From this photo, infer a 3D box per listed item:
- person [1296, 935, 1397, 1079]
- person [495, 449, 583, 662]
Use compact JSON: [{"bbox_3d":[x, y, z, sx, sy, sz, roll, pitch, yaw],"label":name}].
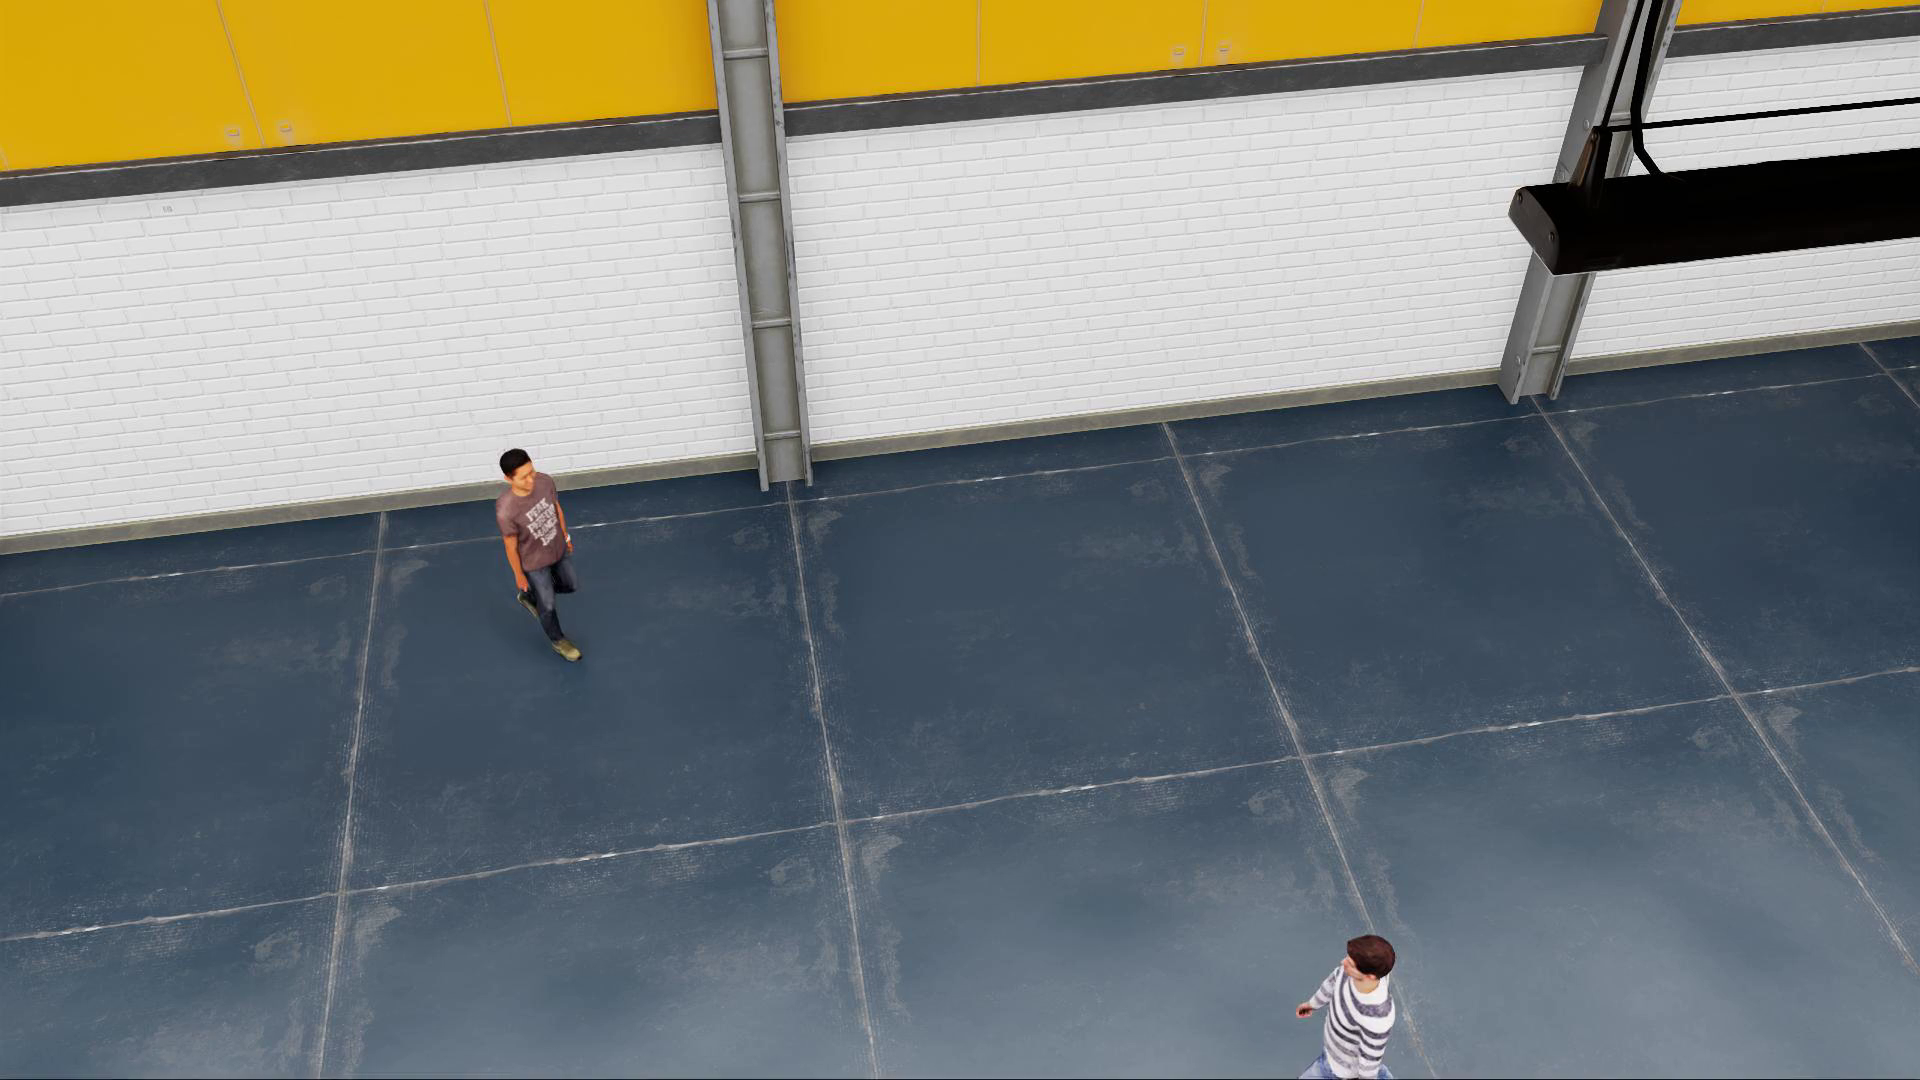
[{"bbox_3d":[2.020,2.507,8.224,1.306,1.798,0.927,5,44,5],"label":"person"},{"bbox_3d":[-2.797,0.053,10.824,0.963,1.764,0.900,25,49,24],"label":"person"}]
